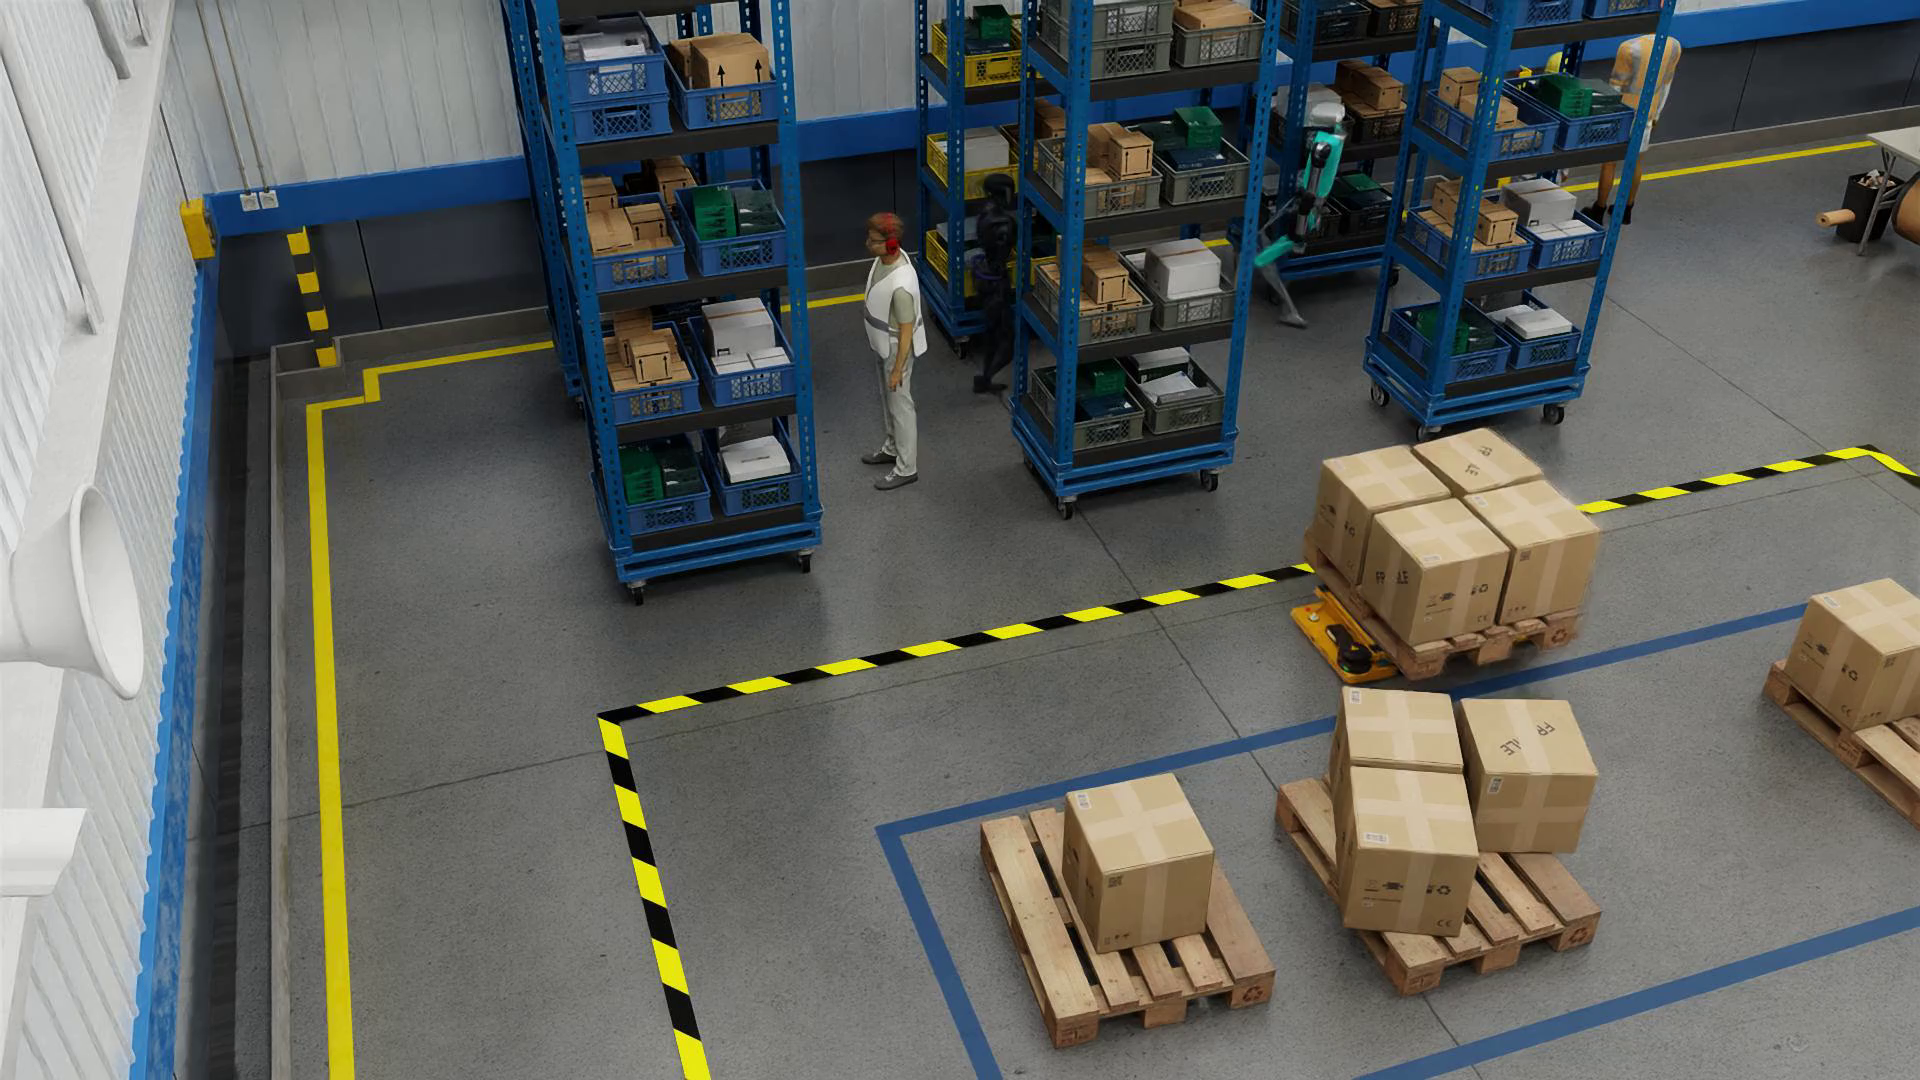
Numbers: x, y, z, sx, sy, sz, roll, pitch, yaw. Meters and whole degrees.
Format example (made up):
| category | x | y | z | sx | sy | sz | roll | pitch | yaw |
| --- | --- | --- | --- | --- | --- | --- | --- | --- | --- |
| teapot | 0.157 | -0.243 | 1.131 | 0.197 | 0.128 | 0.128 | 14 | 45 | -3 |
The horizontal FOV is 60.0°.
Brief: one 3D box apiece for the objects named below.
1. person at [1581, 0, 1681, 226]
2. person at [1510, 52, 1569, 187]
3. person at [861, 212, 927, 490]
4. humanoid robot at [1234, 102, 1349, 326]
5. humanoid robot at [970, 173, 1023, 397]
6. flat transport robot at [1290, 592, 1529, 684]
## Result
| category | x | y | z | sx | sy | sz | roll | pitch | yaw |
| --- | --- | --- | --- | --- | --- | --- | --- | --- | --- |
| person | 5.487 | -3.507 | 13.594 | 0.536 | 1.930 | 0.377 | -8 | 36 | -11 |
| person | 4.498 | -2.919 | 12.914 | 0.484 | 1.744 | 0.294 | 16 | 38 | 21 |
| person | -0.413 | -1.183 | 10.362 | 0.390 | 1.849 | 0.565 | -9 | 36 | -13 |
| humanoid robot | 2.279 | -2.351 | 12.145 | 0.928 | 1.809 | 0.554 | 15 | 38 | 20 |
| humanoid robot | 0.252 | -1.716 | 11.266 | 0.334 | 1.650 | 0.586 | -6 | 36 | -9 |
| flat transport robot | 2.678 | 0.411 | 9.449 | 1.431 | 0.197 | 0.652 | -11 | 37 | -15 |
